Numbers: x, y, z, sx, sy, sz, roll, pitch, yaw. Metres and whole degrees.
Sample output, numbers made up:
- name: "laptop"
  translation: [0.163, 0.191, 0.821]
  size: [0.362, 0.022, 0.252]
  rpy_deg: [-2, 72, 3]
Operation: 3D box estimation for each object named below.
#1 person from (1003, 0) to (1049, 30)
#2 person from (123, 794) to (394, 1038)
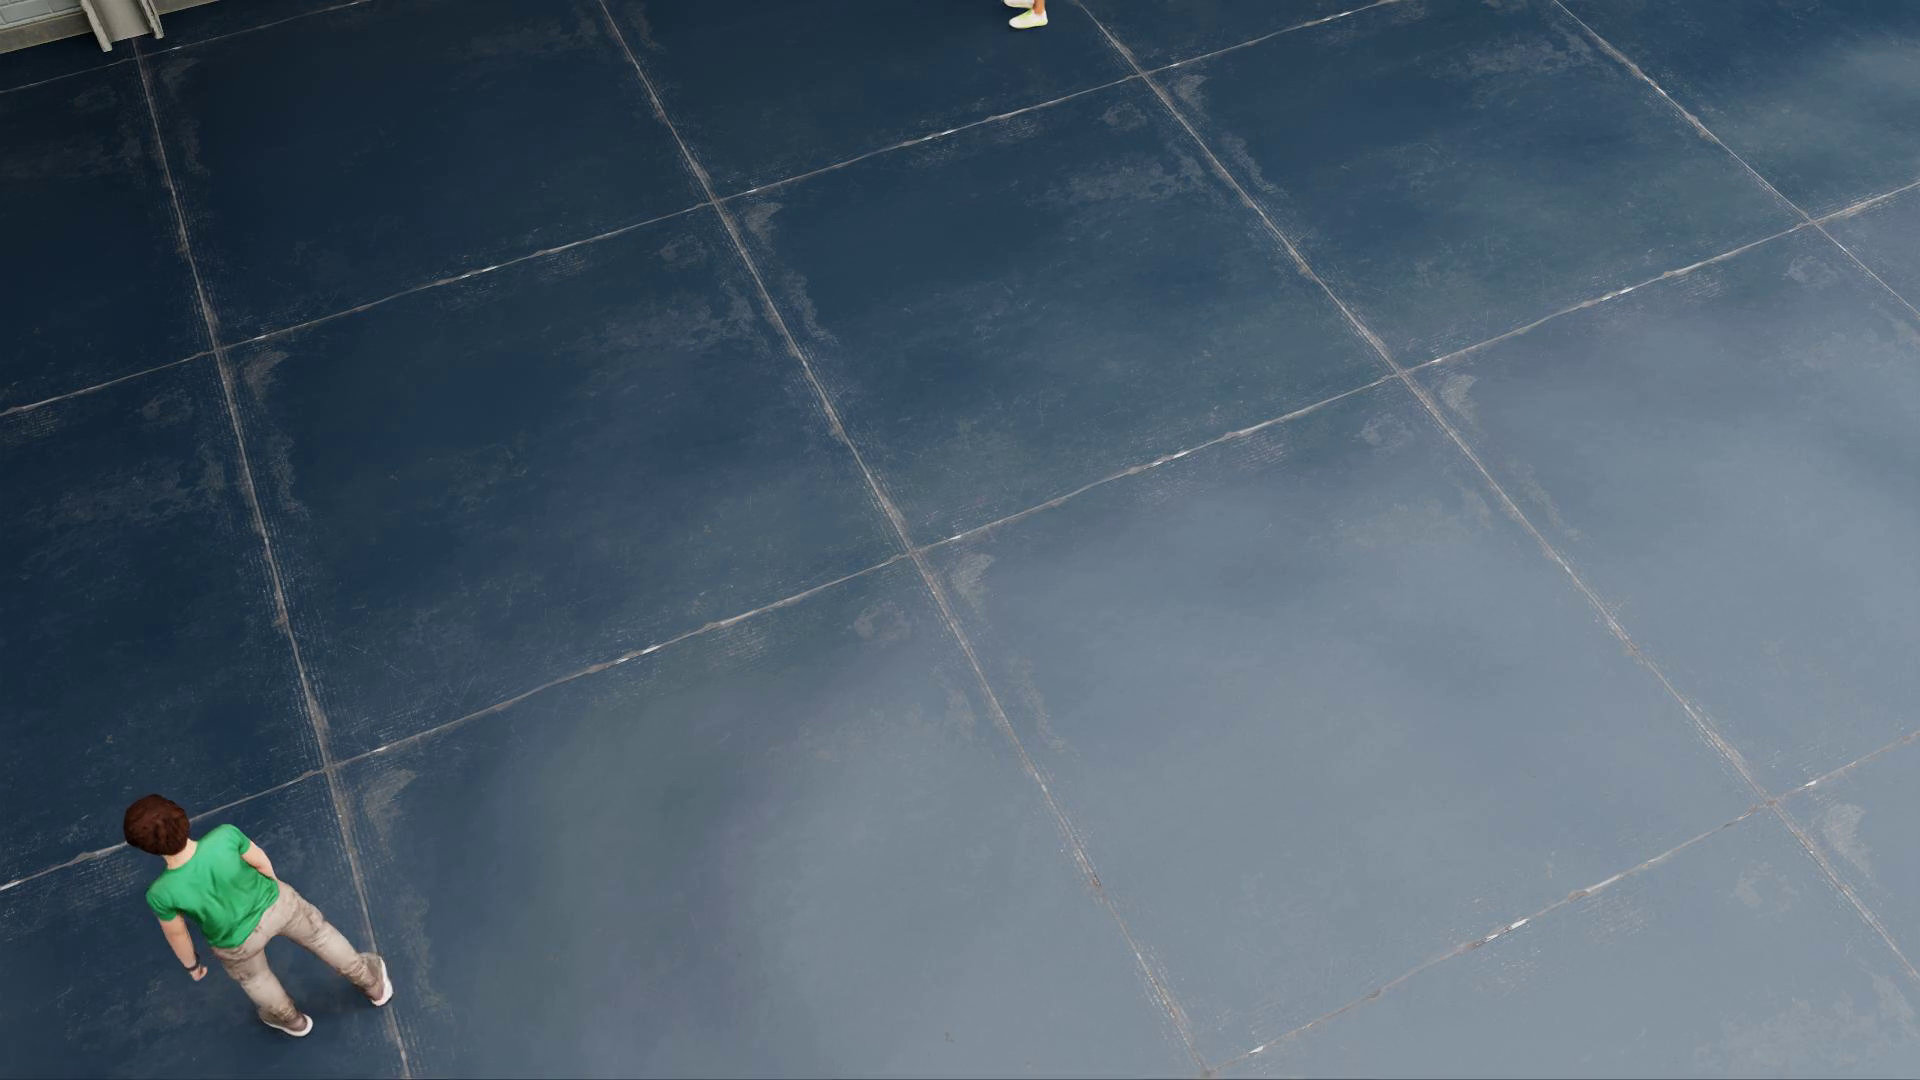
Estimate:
- name: "person"
  translation: [0.482, -4.133, 10.684]
  size: [0.680, 1.791, 0.661]
  rpy_deg: [-1, 52, -1]
- name: "person"
  translation: [-2.756, 1.479, 6.435]
  size: [0.933, 1.640, 0.813]
  rpy_deg: [34, 60, 23]
